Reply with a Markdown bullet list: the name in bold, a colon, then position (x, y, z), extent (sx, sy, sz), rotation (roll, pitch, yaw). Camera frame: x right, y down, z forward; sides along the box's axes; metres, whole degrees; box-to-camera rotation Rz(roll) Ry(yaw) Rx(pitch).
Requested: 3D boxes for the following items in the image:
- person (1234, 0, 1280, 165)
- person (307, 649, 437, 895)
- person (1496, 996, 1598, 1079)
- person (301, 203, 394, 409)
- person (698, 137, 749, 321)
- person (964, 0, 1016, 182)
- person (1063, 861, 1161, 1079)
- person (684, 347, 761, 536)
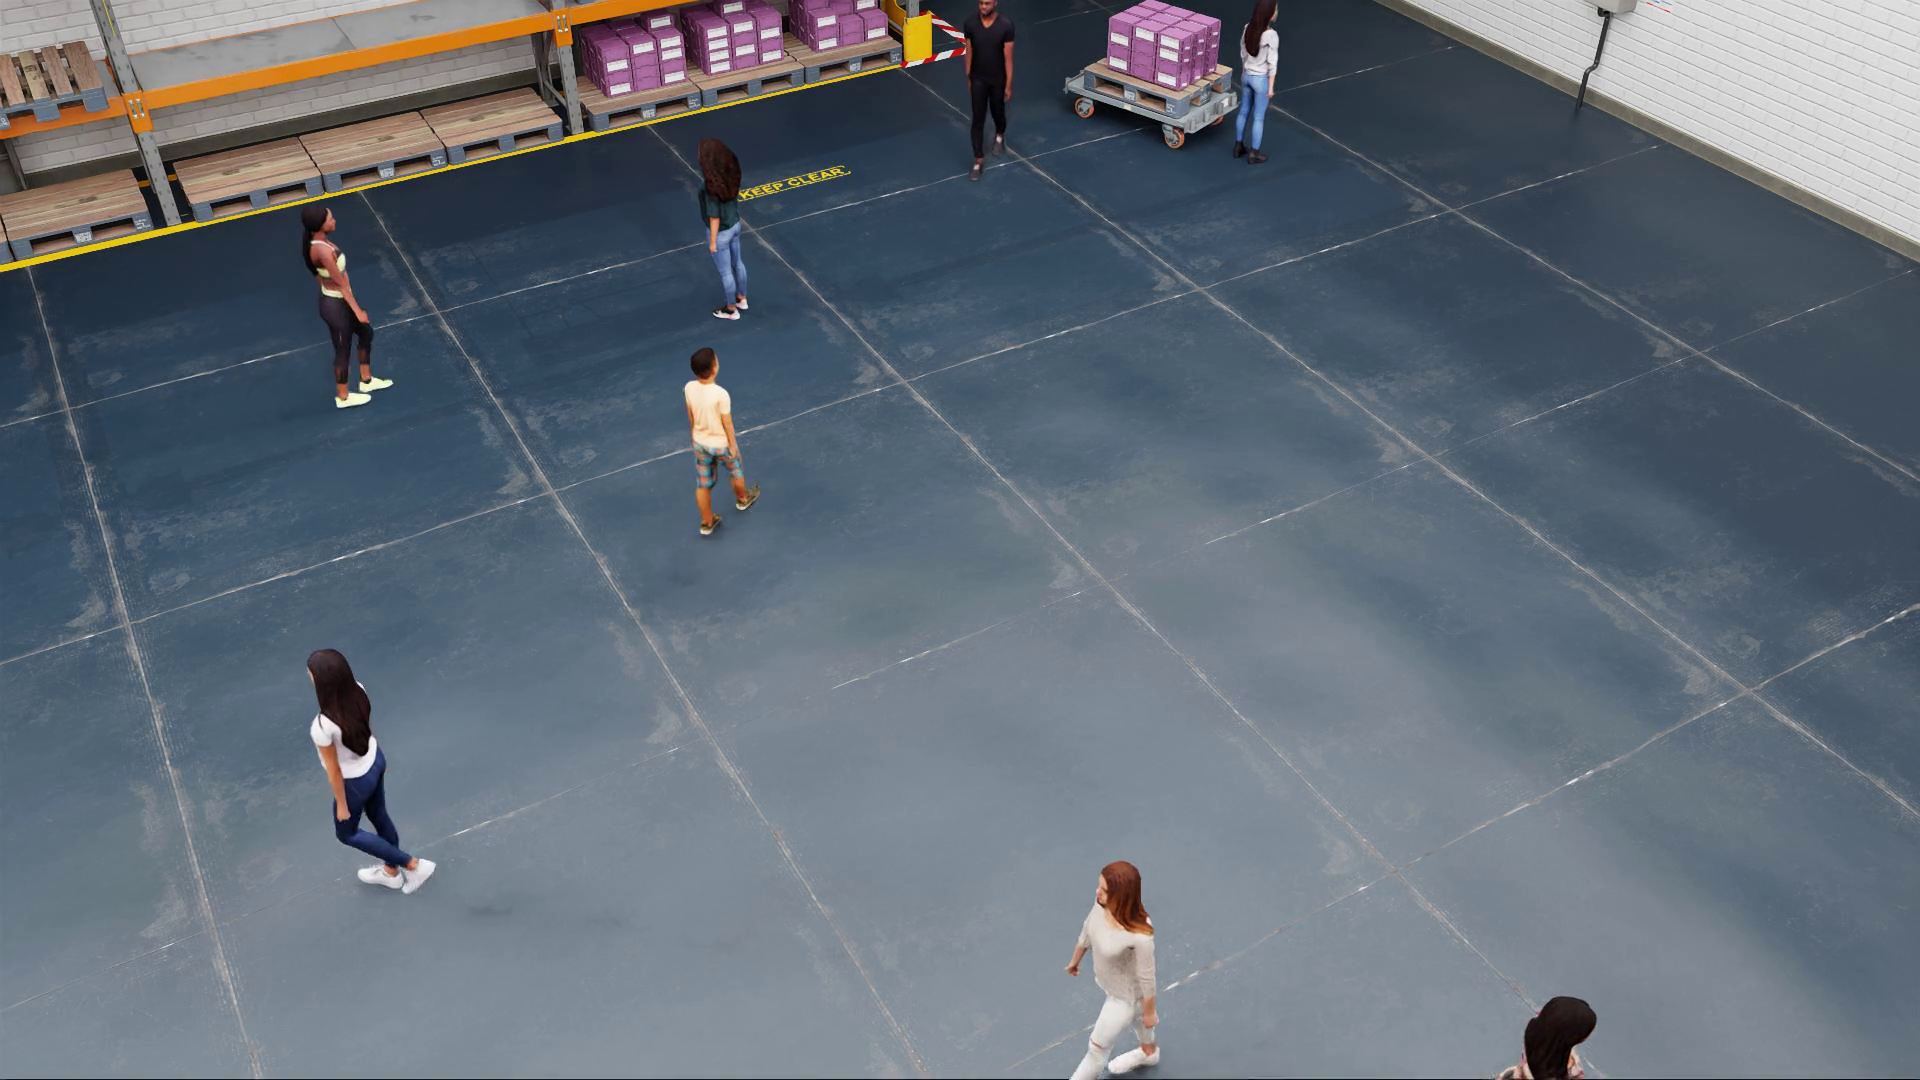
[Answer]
- **person**: position (2.912, -4.519, 16.361), extent (0.539, 1.630, 0.620), rotation (-25, 45, -28)
- **person**: position (-3.159, 1.296, 8.968), extent (0.889, 1.770, 0.822), rotation (6, 39, 7)
- **person**: position (2.456, 2.589, 7.481), extent (1.208, 1.604, 0.913), rotation (-3, 39, -4)
- **person**: position (-4.886, -1.759, 12.818), extent (0.713, 1.737, 0.607), rotation (-15, 41, -18)
- **person**: position (-1.992, -2.622, 13.998), extent (0.768, 1.614, 0.688), rotation (16, 41, 19)
- **person**: position (0.319, -4.505, 16.207), extent (1.116, 1.800, 1.167), rotation (9, 39, 11)
- **person**: position (0.855, 2.107, 8.032), extent (1.058, 1.670, 0.719), rotation (-15, 41, -18)
- **person**: position (-1.768, -0.652, 11.669), extent (0.830, 1.441, 0.918), rotation (12, 40, 15)
